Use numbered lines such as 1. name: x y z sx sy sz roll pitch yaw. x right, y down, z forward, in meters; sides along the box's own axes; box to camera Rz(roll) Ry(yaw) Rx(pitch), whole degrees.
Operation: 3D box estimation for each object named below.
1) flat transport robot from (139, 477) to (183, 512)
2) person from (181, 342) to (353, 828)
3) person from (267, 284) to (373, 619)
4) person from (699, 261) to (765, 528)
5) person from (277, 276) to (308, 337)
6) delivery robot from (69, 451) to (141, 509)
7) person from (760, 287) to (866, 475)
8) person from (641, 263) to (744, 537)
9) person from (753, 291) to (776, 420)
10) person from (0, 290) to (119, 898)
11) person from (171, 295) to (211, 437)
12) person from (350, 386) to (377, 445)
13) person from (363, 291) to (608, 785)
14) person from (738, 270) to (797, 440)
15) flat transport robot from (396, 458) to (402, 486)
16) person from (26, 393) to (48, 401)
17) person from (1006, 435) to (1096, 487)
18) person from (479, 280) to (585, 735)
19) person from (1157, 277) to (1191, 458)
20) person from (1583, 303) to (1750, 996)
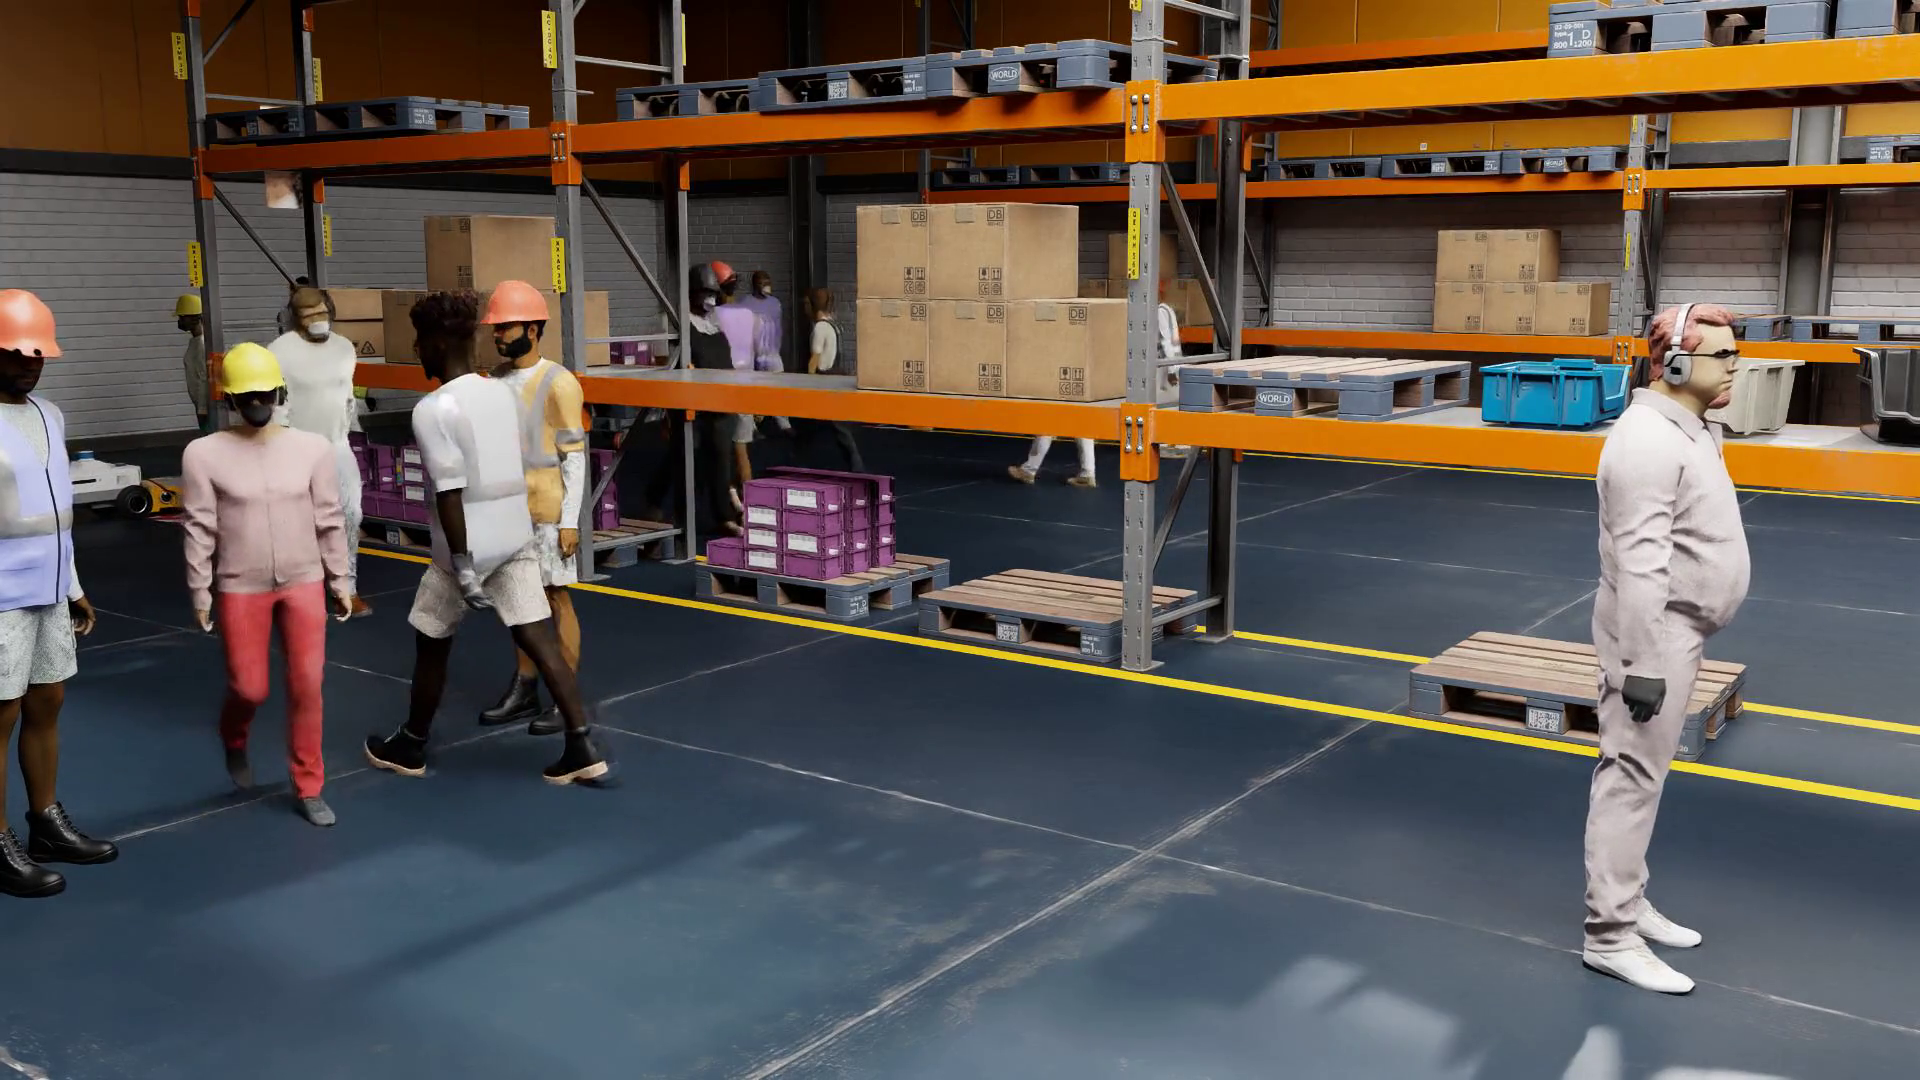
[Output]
1. flat transport robot: -6.160 -0.417 13.781 1.431 0.197 0.652 -7 12 -36
2. person: -2.503 0.157 6.000 0.539 1.748 0.532 -7 12 -35
3. person: -3.596 -0.464 9.218 0.667 1.894 0.646 6 11 32
4. person: -1.741 -1.067 12.472 0.666 2.014 0.439 -8 12 -39
5. person: -6.364 -1.623 16.199 0.328 1.877 0.509 8 12 40
6. delivery robot: -6.727 -0.447 12.837 0.477 0.478 0.707 6 11 34
7. person: -1.263 -1.325 14.681 0.982 1.794 0.516 0 10 -2
8. person: -1.977 -1.046 12.271 0.836 2.000 0.690 8 12 38
9. person: -2.518 -2.399 21.218 0.486 1.742 0.300 -7 12 -37
10. person: -3.011 0.168 5.373 0.374 1.930 0.542 1 10 8
11. person: -6.036 -1.067 13.247 0.357 1.759 0.524 -5 11 -28
12. person: -5.317 -1.252 14.320 0.939 1.794 0.653 4 10 22
13. person: -1.840 0.014 6.379 1.066 1.914 0.601 5 11 27
14. person: -2.151 -2.048 18.618 0.660 1.906 0.906 -9 13 -43
15. flat transport robot: -5.115 -0.588 14.800 0.652 0.197 1.431 8 13 41
16. person: -4.749 -0.186 8.234 0.530 1.673 0.743 -8 12 -39
17. person: 0.850 -1.381 14.966 0.899 1.802 0.650 7 12 34
18. person: -1.849 -0.132 7.130 0.545 1.939 0.374 7 12 35
19. person: 2.109 -1.752 17.015 0.646 1.850 0.594 3 10 19
20. person: 2.002 0.291 4.709 0.399 1.908 0.643 5 11 29
